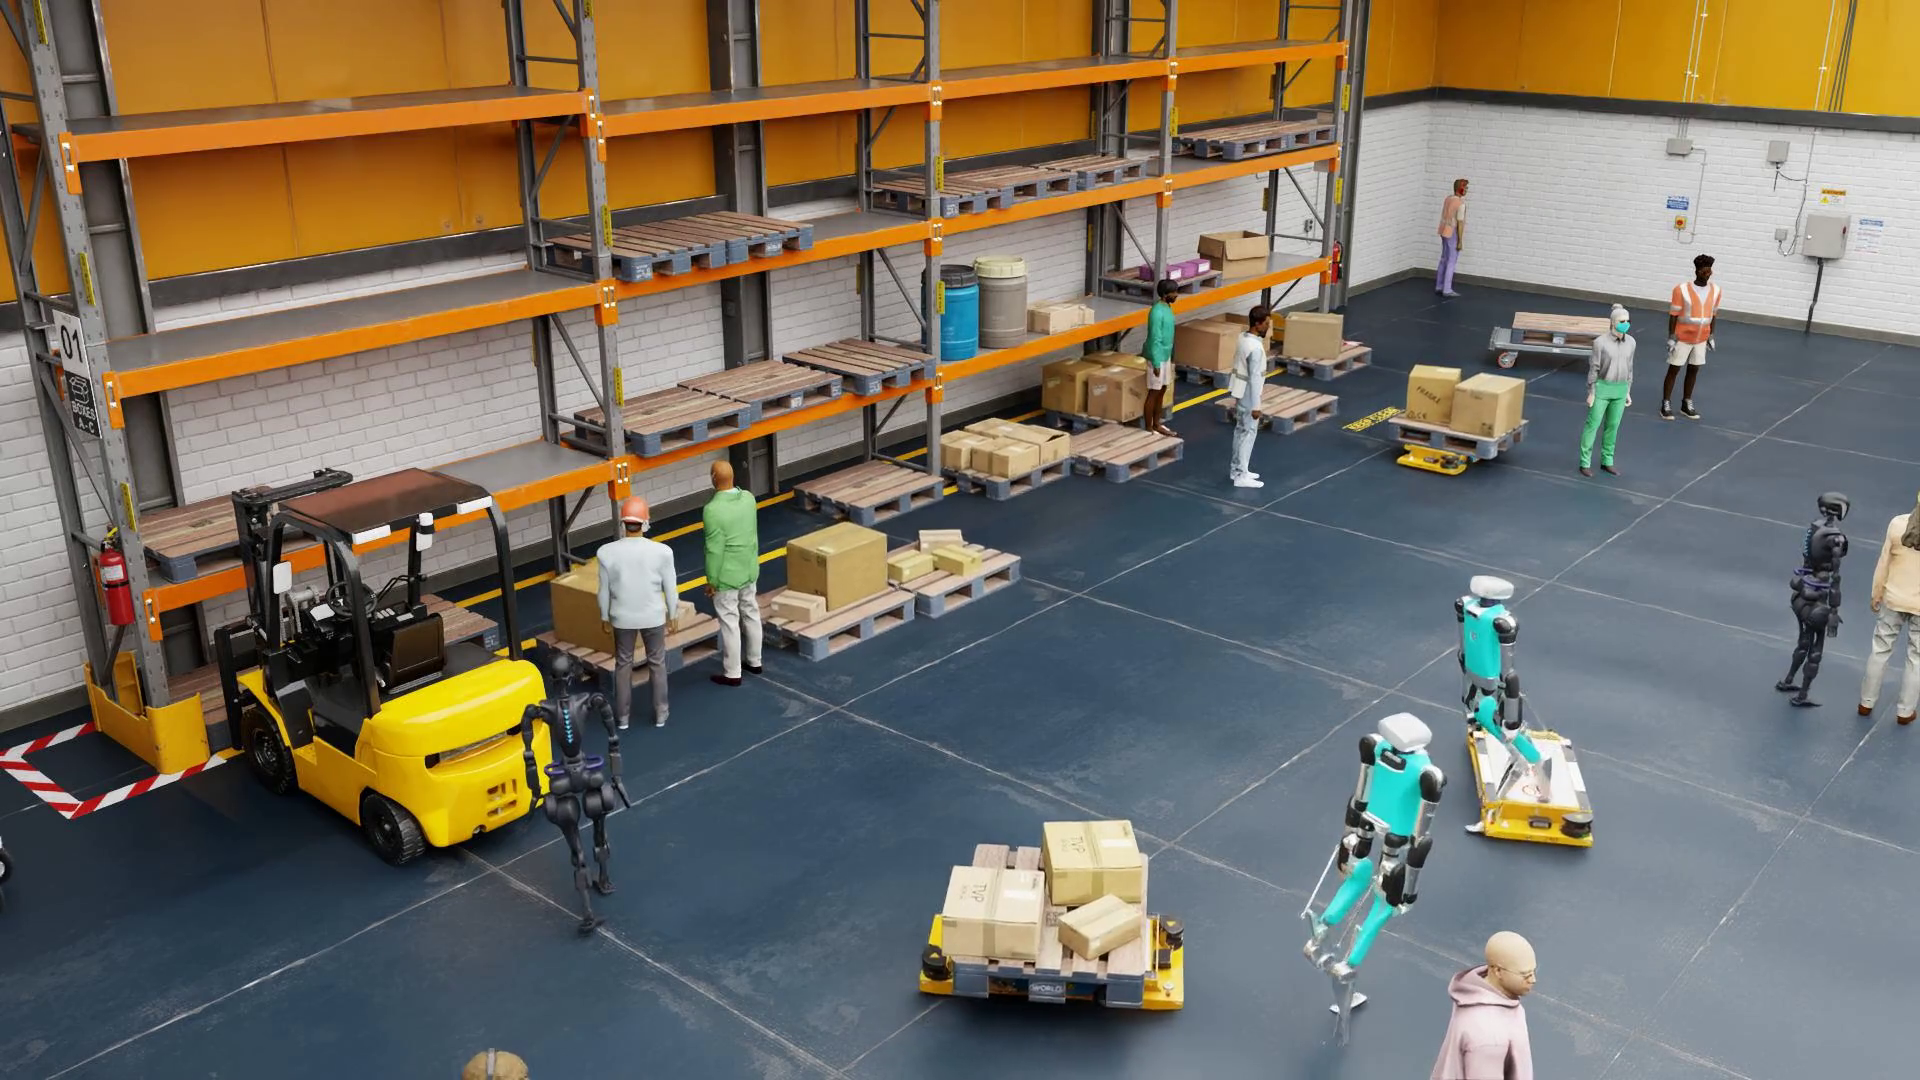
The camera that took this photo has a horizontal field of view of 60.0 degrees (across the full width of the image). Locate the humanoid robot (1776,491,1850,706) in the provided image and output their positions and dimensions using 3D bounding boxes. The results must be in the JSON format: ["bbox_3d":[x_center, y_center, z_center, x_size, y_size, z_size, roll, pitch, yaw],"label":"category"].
[{"bbox_3d":[6.366,0.429,12.342,0.328,1.651,0.600,2,20,5],"label":"humanoid robot"}]

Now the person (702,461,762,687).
[{"bbox_3d":[-1.743,0.253,12.684,0.387,1.780,0.537,14,25,33],"label":"person"}]

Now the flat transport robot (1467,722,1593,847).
[{"bbox_3d":[3.813,1.611,11.187,0.659,0.231,1.431,4,21,11],"label":"flat transport robot"}]

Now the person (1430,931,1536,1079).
[{"bbox_3d":[2.127,2.393,6.882,0.407,1.782,0.523,6,21,15],"label":"person"}]

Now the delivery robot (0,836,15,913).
[{"bbox_3d":[-6.018,1.968,9.796,0.759,0.587,0.525,-8,22,-20],"label":"delivery robot"}]

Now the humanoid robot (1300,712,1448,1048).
[{"bbox_3d":[2.036,1.821,8.627,0.746,1.874,0.538,-11,23,-28],"label":"humanoid robot"}]

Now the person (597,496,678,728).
[{"bbox_3d":[-2.314,0.525,12.008,0.571,1.737,0.351,-3,20,-7],"label":"person"}]

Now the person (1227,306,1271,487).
[{"bbox_3d":[2.986,-1.483,17.210,0.400,1.909,0.598,-2,20,-4],"label":"person"}]

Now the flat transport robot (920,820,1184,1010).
[{"bbox_3d":[0.528,2.311,9.288,1.431,0.231,0.659,2,20,7],"label":"flat transport robot"}]

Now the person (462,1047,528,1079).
[{"bbox_3d":[-1.815,2.672,6.009,0.869,1.883,0.649,-4,21,-10],"label":"person"}]

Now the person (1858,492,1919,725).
[{"bbox_3d":[6.900,0.449,12.040,0.562,1.868,0.396,14,24,32],"label":"person"}]

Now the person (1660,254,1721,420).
[{"bbox_3d":[8.612,-2.392,19.583,0.600,1.966,0.368,-2,20,-6],"label":"person"}]

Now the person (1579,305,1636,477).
[{"bbox_3d":[6.858,-1.575,17.565,0.511,1.831,0.341,-4,21,-11],"label":"person"}]

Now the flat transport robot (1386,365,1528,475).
[{"bbox_3d":[5.440,-1.010,18.288,0.659,0.231,1.431,16,26,37],"label":"flat transport robot"}]

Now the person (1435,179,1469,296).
[{"bbox_3d":[7.739,-4.759,26.191,0.391,1.837,0.558,-4,21,-11],"label":"person"}]

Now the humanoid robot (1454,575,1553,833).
[{"bbox_3d":[3.589,1.060,10.635,0.914,1.820,0.565,-7,21,-17],"label":"humanoid robot"}]

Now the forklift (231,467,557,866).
[{"bbox_3d":[-3.730,0.710,10.856,2.313,2.155,1.214,17,26,38],"label":"forklift"}]

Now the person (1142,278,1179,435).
[{"bbox_3d":[2.251,-2.043,18.818,0.406,1.843,0.500,9,22,24],"label":"person"}]

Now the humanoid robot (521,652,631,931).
[{"bbox_3d":[-2.223,1.446,9.670,0.589,1.636,0.670,-6,21,-17],"label":"humanoid robot"}]
